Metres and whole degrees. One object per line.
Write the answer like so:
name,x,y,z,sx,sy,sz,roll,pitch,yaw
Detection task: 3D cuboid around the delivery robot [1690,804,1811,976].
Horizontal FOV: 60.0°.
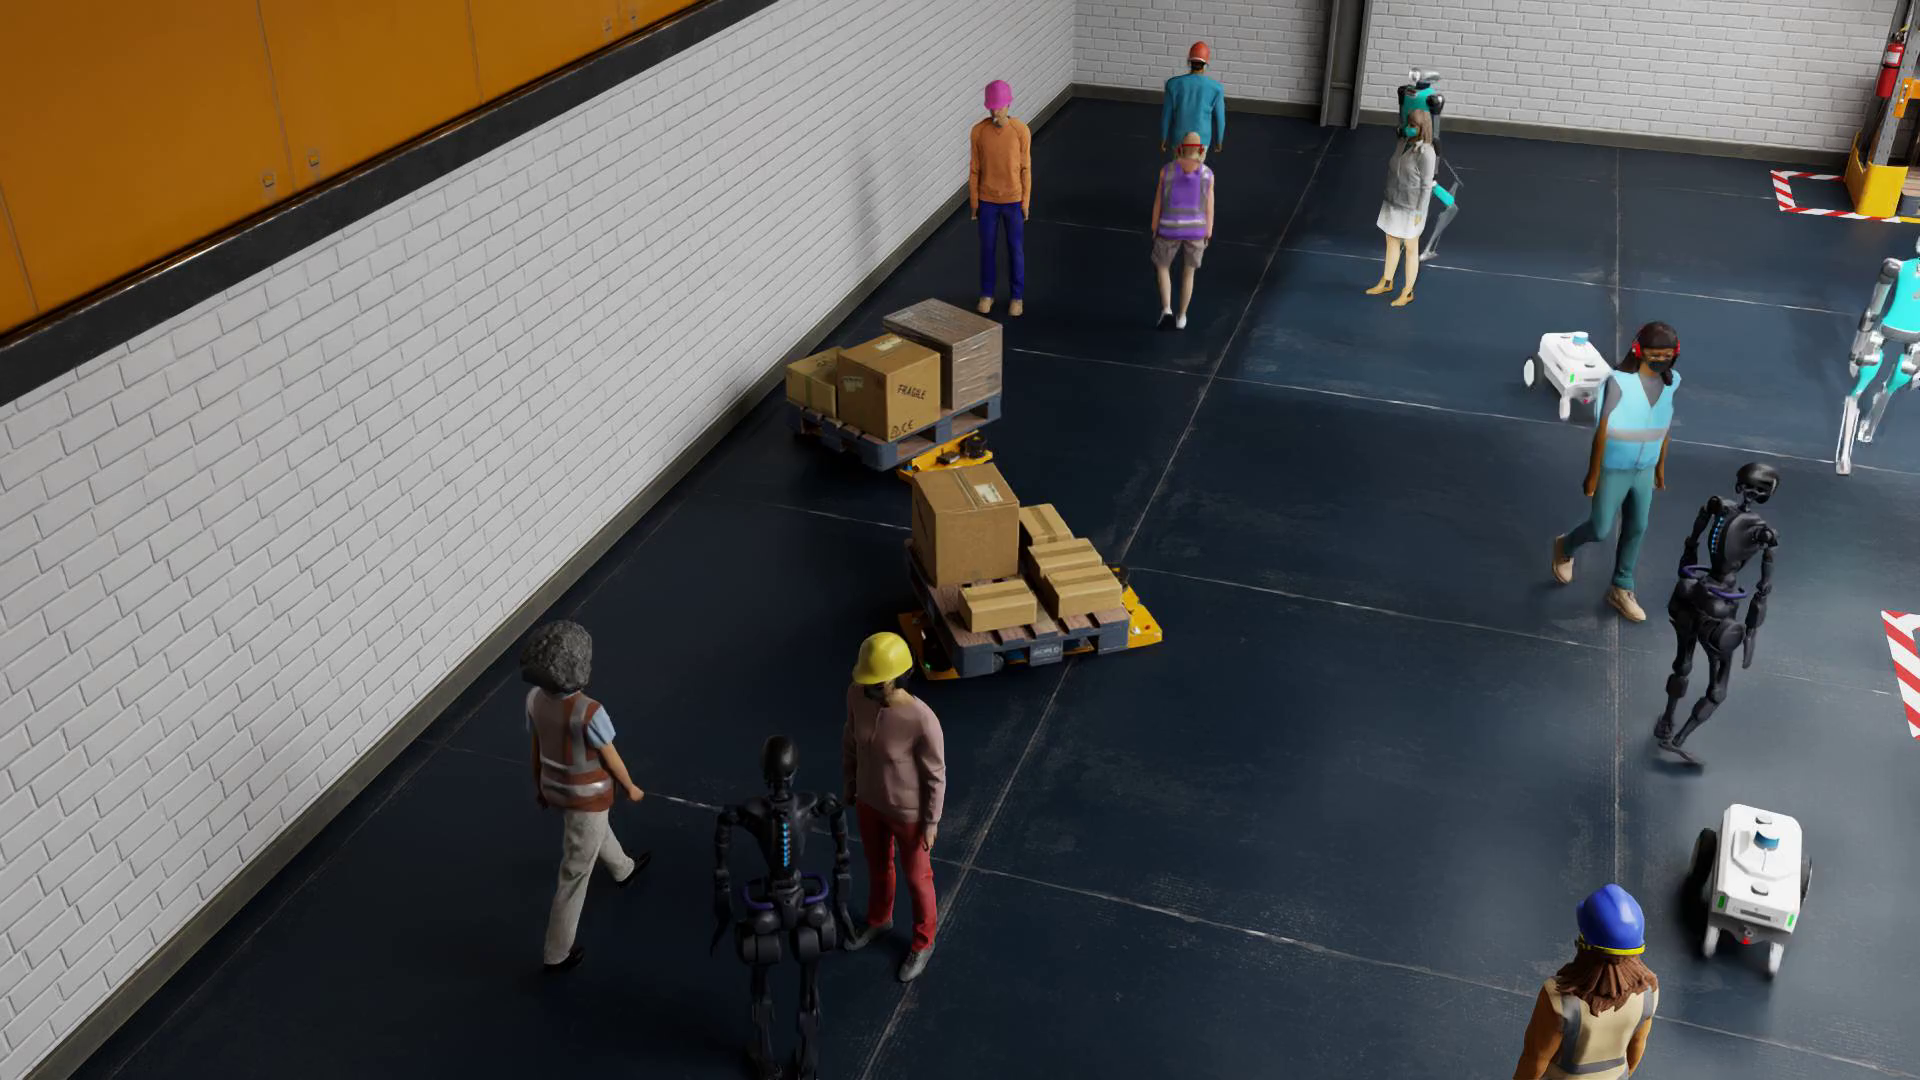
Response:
delivery robot,3.668,1.568,7.686,0.499,0.606,0.807,13,33,21

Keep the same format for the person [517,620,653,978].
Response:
person,-1.690,1.106,7.390,0.446,1.644,0.890,18,35,28

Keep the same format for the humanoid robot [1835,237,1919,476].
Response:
humanoid robot,6.431,-1.310,11.464,0.566,1.834,0.869,14,33,23

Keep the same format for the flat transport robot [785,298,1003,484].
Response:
flat transport robot,-0.502,-0.772,11.939,1.431,0.231,0.659,27,40,37

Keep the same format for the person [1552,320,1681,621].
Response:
person,3.905,-0.436,9.800,0.556,1.854,0.636,-7,31,-12

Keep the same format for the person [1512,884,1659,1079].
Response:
person,2.150,1.925,5.861,0.462,1.778,0.305,-5,31,-9

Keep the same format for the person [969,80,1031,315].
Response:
person,0.326,-2.826,13.756,0.517,1.974,0.398,4,31,8

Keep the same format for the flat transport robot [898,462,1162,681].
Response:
flat transport robot,0.407,0.477,9.815,1.431,0.231,0.659,-9,32,-14

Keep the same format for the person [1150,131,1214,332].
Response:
person,1.788,-2.456,13.402,0.500,1.680,0.494,2,31,4

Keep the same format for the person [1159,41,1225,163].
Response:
person,2.213,-3.852,15.733,0.594,1.720,0.795,9,32,15

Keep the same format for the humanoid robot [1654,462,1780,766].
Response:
humanoid robot,3.874,0.363,8.627,0.471,1.645,0.611,-11,32,-17

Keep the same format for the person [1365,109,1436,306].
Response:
person,3.738,-2.802,14.016,0.338,1.661,0.480,-15,34,-24

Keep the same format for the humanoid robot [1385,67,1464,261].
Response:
humanoid robot,4.218,-3.336,14.873,0.739,1.801,0.554,-13,33,-22

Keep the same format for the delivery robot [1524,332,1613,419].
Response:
delivery robot,4.616,-1.277,12.535,0.499,0.613,0.811,-1,30,-1

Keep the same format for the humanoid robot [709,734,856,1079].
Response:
humanoid robot,-0.715,1.515,6.669,0.598,1.638,0.378,-7,31,-12

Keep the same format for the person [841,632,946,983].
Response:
person,-0.308,1.148,7.195,0.532,1.767,0.322,22,37,32
